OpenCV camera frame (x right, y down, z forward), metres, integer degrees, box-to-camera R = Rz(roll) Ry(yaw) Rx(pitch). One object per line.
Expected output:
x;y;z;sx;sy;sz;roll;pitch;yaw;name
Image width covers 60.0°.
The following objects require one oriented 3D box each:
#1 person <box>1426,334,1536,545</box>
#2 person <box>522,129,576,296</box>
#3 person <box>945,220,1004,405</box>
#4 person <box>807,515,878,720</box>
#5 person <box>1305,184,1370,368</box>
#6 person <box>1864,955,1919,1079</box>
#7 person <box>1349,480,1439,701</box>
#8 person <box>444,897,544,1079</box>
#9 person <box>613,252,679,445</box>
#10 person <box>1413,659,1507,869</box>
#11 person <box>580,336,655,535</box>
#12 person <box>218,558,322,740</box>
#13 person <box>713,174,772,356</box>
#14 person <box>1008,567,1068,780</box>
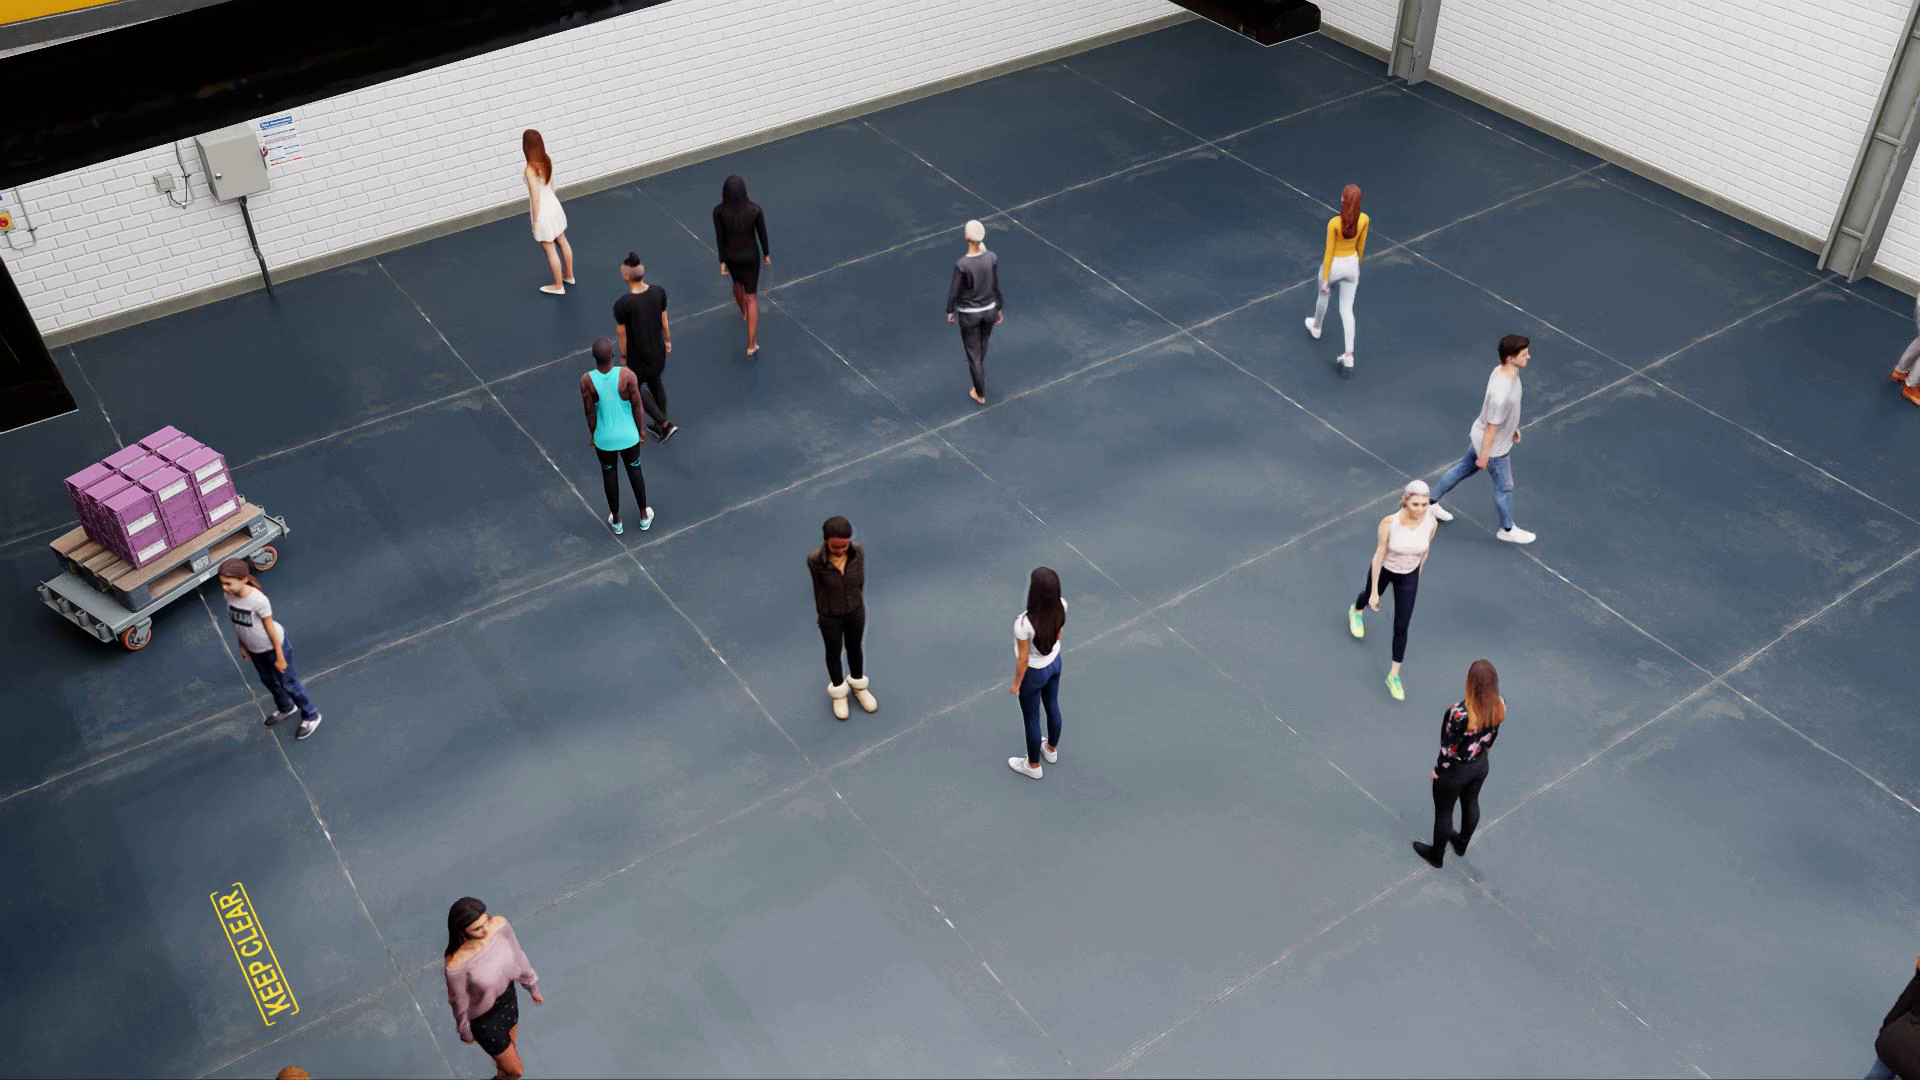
4.130;-0.820;13.175;1.279;1.849;1.135;11;40;14;person
-4.052;-3.221;16.292;0.680;1.712;0.647;14;41;17;person
0.187;-1.993;14.762;0.747;1.701;0.984;-16;41;-19;person
-0.845;0.488;11.688;0.673;1.661;0.608;-23;44;-26;person
3.535;-2.391;15.259;0.910;1.704;1.265;-7;39;-9;person
5.150;2.728;8.909;0.682;1.629;0.518;-27;46;-29;person
3.096;0.216;12.031;1.032;1.659;1.281;-3;39;-4;person
-2.611;2.521;9.034;0.772;1.796;0.755;19;42;22;person
-2.628;-1.583;14.121;0.847;1.861;0.776;31;48;33;person
3.187;1.412;10.513;0.608;1.683;0.560;-17;42;-20;person
-2.732;-0.829;13.217;0.669;1.811;0.643;-7;39;-9;person
-4.794;0.716;11.485;0.598;1.557;0.683;15;41;18;person
-2.015;-2.535;15.467;1.089;1.669;1.304;-1;39;-2;person
0.541;0.880;11.106;0.575;1.775;0.624;31;48;33;person
